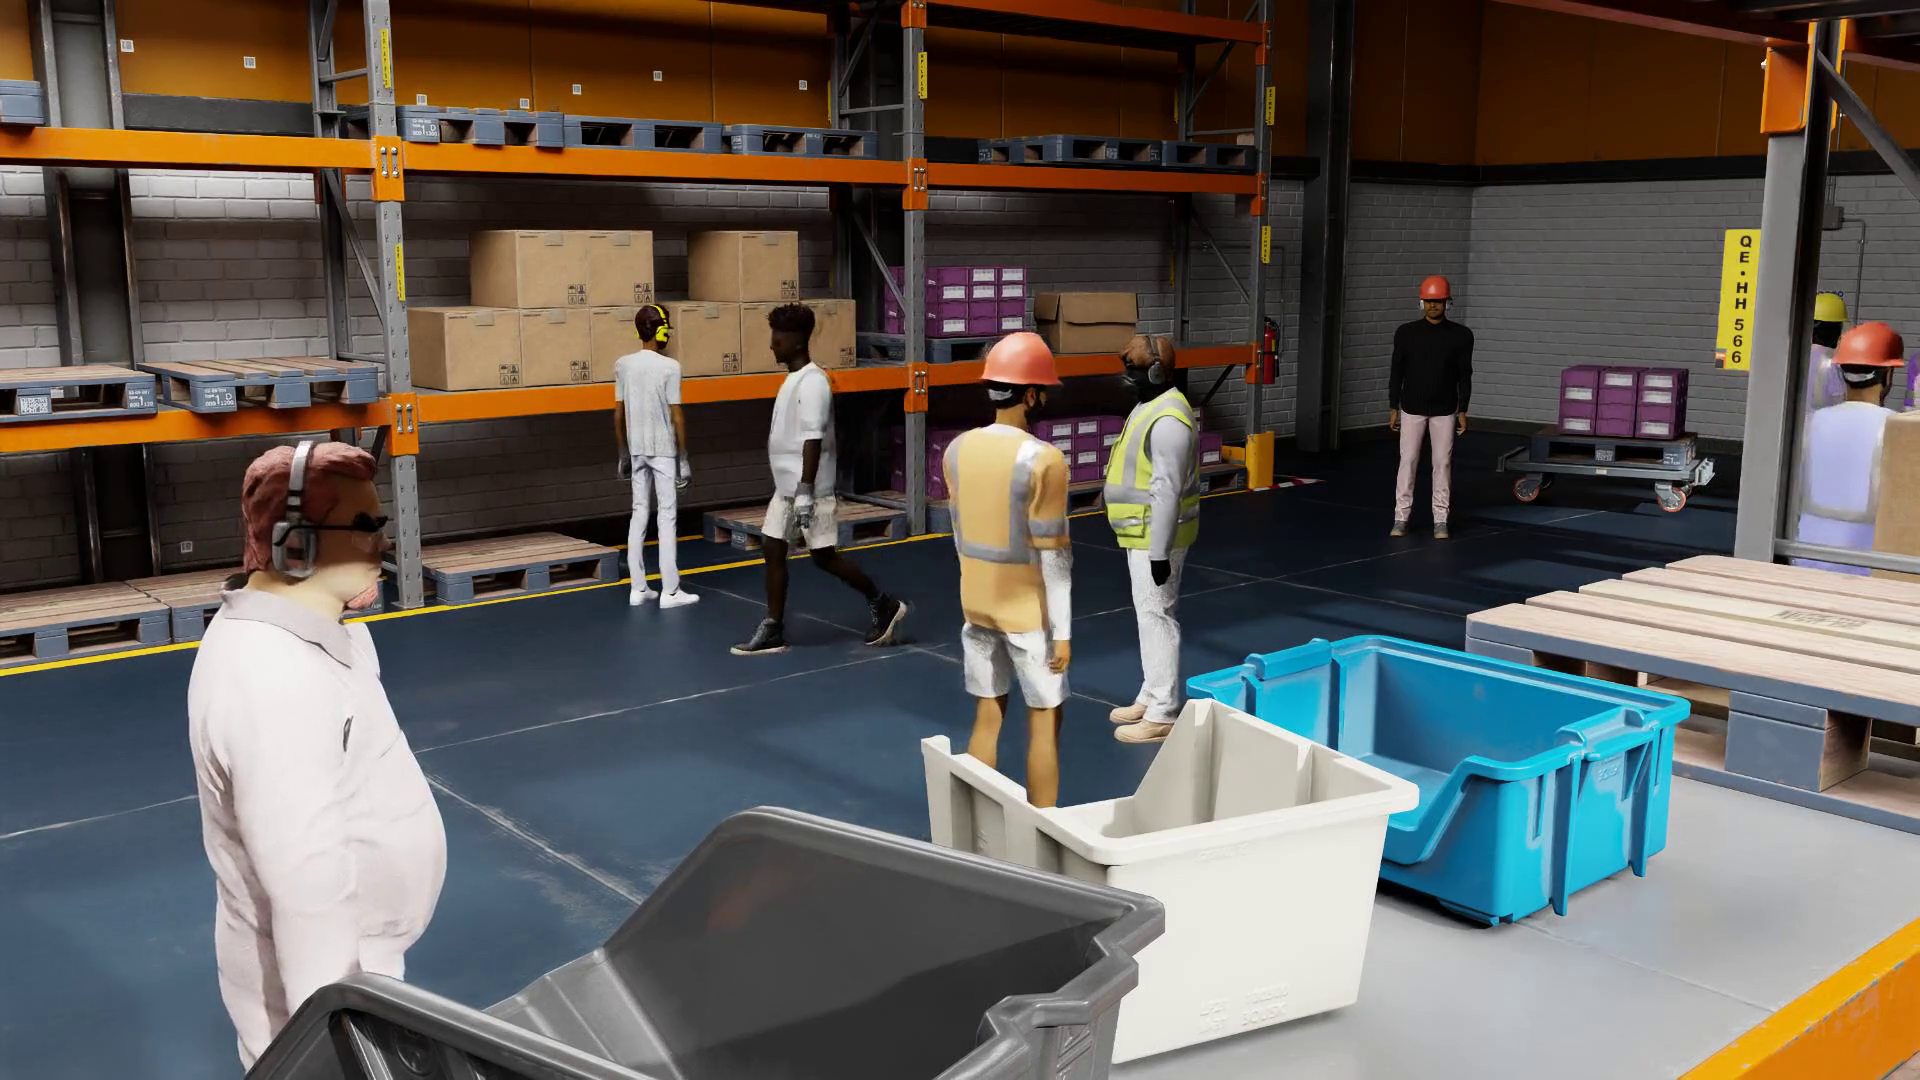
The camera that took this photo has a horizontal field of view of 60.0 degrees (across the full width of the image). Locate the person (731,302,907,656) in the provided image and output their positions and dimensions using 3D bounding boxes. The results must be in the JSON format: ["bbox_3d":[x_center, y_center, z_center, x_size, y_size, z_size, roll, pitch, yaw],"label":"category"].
[{"bbox_3d":[-0.765,-0.323,9.031,0.903,1.935,0.602,-4,11,-21],"label":"person"}]

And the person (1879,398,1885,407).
[{"bbox_3d":[5.821,-0.499,10.921,0.479,1.607,0.552,0,10,-2],"label":"person"}]

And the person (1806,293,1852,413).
[{"bbox_3d":[5.340,-0.578,10.443,0.370,1.927,0.588,-4,11,-20],"label":"person"}]

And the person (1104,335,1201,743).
[{"bbox_3d":[0.862,-0.005,7.511,0.429,1.837,0.629,0,10,1],"label":"person"}]

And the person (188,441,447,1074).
[{"bbox_3d":[-1.106,0.773,2.946,0.402,1.904,0.652,-5,11,-26],"label":"person"}]

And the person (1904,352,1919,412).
[{"bbox_3d":[6.163,-0.561,10.344,0.374,1.930,0.542,-10,14,-43],"label":"person"}]

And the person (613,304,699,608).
[{"bbox_3d":[-1.884,-0.514,10.250,0.533,1.868,0.310,5,11,25],"label":"person"}]

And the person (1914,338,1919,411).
[{"bbox_3d":[5.278,-0.275,8.665,0.883,1.974,0.640,-3,11,-17],"label":"person"}]

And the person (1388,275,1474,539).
[{"bbox_3d":[3.565,-1.005,12.645,0.609,1.995,0.376,3,11,16],"label":"person"}]

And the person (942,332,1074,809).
[{"bbox_3d":[0.204,0.236,5.877,0.552,1.934,0.400,9,14,42],"label":"person"}]

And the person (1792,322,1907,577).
[{"bbox_3d":[3.572,0.096,6.670,0.418,1.925,0.572,-7,12,-34],"label":"person"}]
